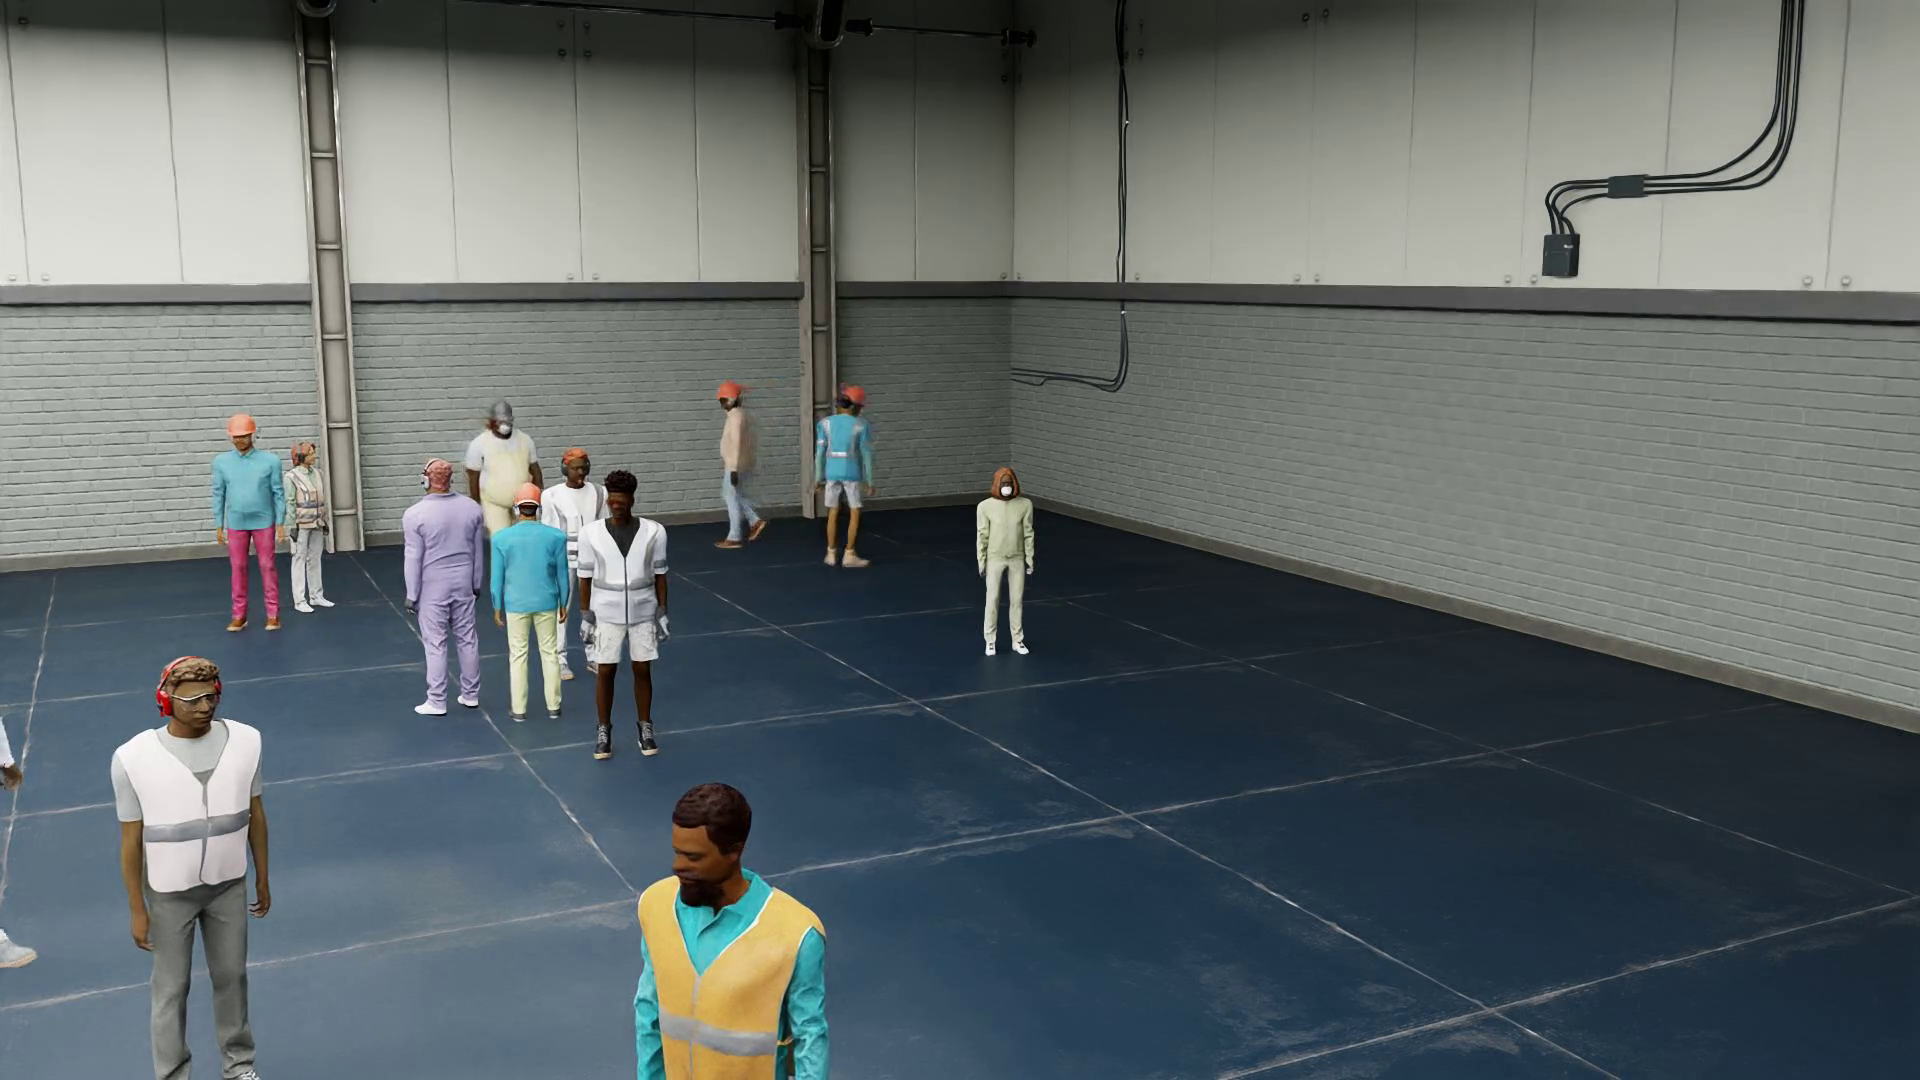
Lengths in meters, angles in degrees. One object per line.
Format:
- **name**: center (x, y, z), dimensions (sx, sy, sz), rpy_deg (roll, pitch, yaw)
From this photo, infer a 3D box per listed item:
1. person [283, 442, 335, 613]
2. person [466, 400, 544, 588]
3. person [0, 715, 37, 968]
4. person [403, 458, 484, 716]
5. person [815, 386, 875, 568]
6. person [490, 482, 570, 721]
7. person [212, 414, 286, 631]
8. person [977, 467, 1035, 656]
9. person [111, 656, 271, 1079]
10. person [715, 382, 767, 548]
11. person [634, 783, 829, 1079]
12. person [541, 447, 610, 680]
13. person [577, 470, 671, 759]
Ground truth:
- **person**: center (-6.301, -0.129, 16.056), dimensions (0.306, 1.640, 0.523), rpy_deg (3, 10, 17)
- **person**: center (-4.534, -0.438, 16.729), dimensions (0.695, 2.000, 1.009), rpy_deg (-7, 12, -38)
- **person**: center (-4.875, 1.090, 7.912), dimensions (0.957, 1.851, 0.574), rpy_deg (2, 9, 13)
- **person**: center (-3.832, 0.346, 12.312), dimensions (0.410, 1.909, 0.643), rpy_deg (8, 12, 40)
- **person**: center (-1.274, -0.693, 18.481), dimensions (0.690, 2.000, 0.444), rpy_deg (3, 10, 16)
- **person**: center (-3.148, 0.448, 12.191), dimensions (0.568, 1.744, 0.351), rpy_deg (-4, 10, -22)
- **person**: center (-6.465, -0.157, 15.137), dimensions (0.622, 1.992, 0.396), rpy_deg (-2, 9, -11)
- **person**: center (0.387, 0.183, 14.183), dimensions (0.499, 1.627, 0.279), rpy_deg (-2, 9, -12)
- **person**: center (-2.951, 1.338, 6.432), dimensions (0.388, 1.837, 0.560), rpy_deg (9, 13, 43)
- **person**: center (-2.629, -0.883, 19.655), dimensions (0.513, 1.980, 0.636), rpy_deg (-1, 9, -6)
- **person**: center (-0.636, 1.585, 4.642), dimensions (0.594, 1.915, 0.373), rpy_deg (4, 10, 26)
- **person**: center (-3.085, 0.187, 13.405), dimensions (0.572, 1.877, 0.353), rpy_deg (-6, 11, -34)
- **person**: center (-2.260, 0.494, 11.214), dimensions (0.610, 1.963, 0.366), rpy_deg (-3, 10, -16)
